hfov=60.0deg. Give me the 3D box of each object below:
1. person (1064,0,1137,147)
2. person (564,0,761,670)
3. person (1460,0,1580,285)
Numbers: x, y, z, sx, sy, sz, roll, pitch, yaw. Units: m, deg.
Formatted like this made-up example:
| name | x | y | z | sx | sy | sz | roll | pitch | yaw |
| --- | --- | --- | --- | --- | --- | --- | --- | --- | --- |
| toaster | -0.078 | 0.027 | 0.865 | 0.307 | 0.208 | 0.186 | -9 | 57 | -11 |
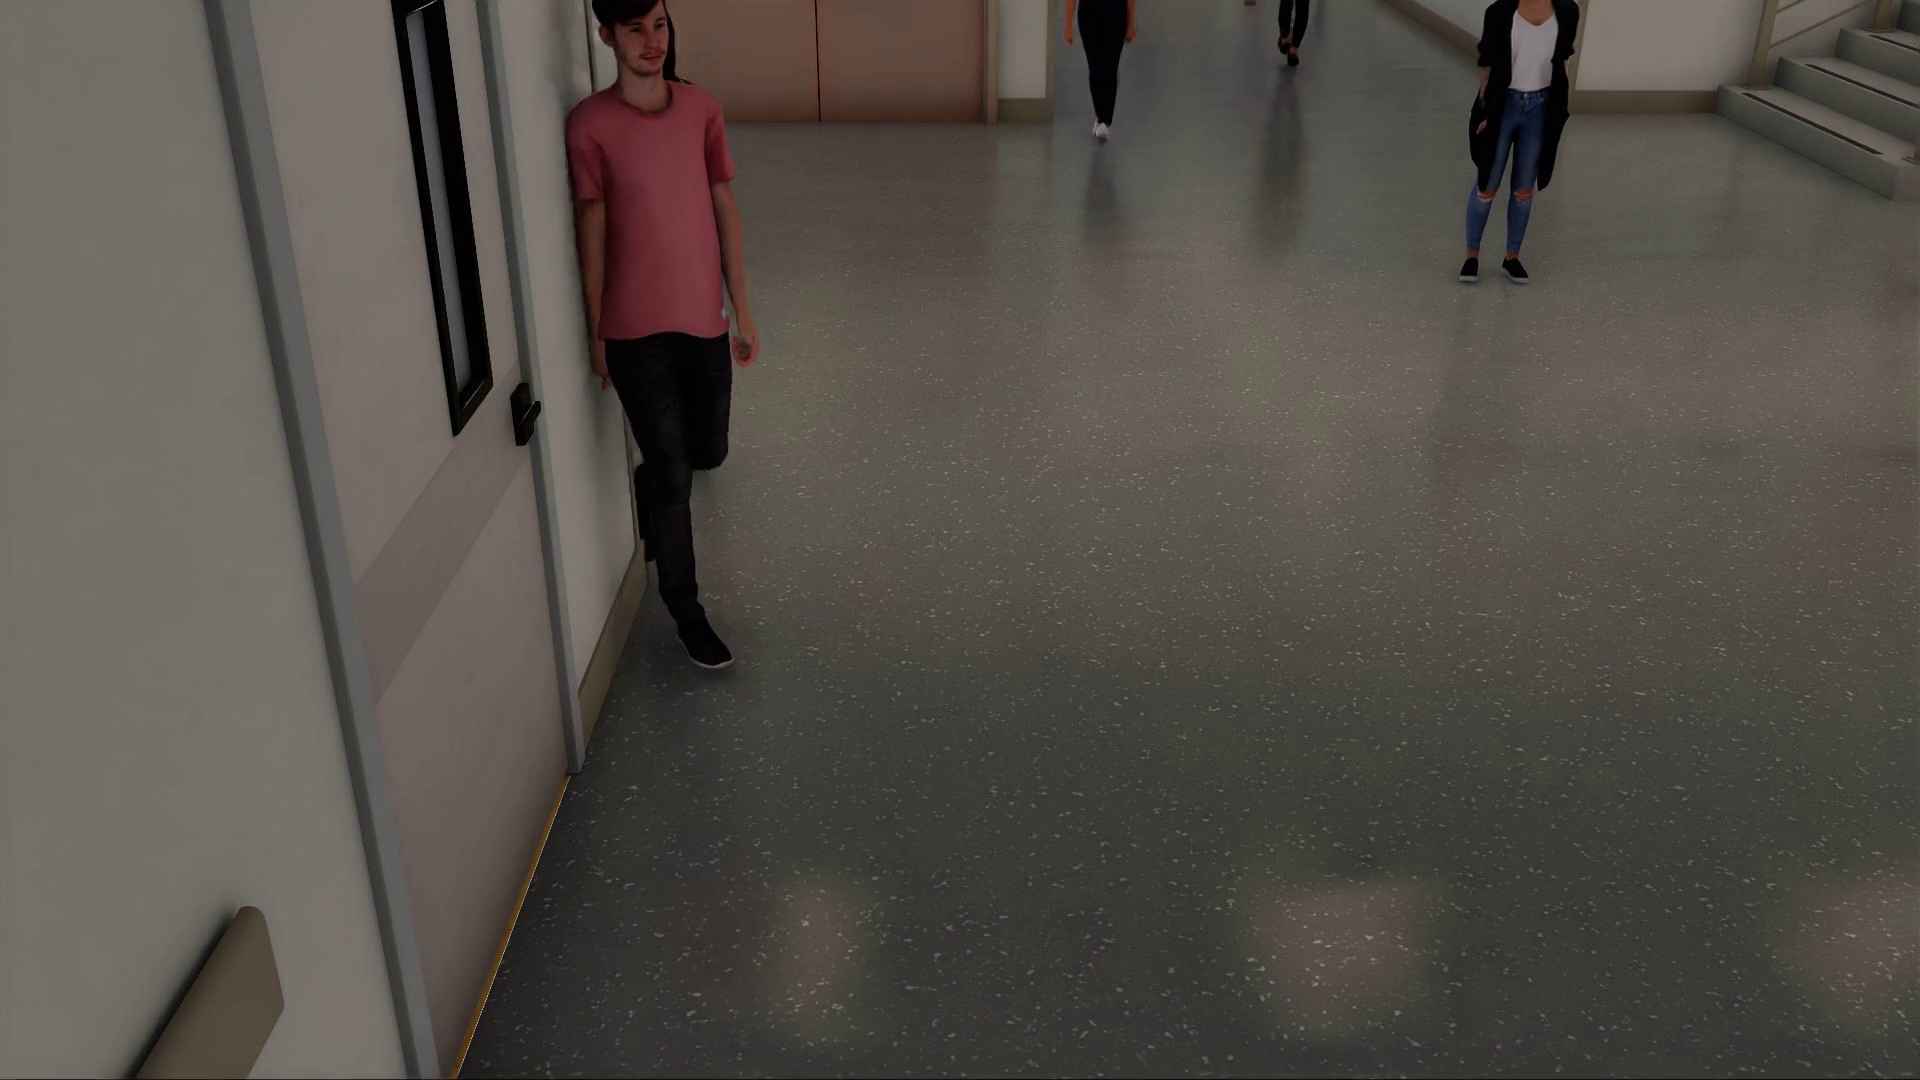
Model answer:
| name | x | y | z | sx | sy | sz | roll | pitch | yaw |
| --- | --- | --- | --- | --- | --- | --- | --- | --- | --- |
| person | 0.953 | -3.461 | 11.060 | 1.032 | 1.595 | 0.808 | 5 | 26 | 10 |
| person | -0.887 | -0.632 | 4.799 | 1.102 | 1.937 | 1.113 | -19 | 32 | -35 |
| person | 2.725 | -2.100 | 8.134 | 0.513 | 1.684 | 0.705 | 2 | 26 | 5 |
